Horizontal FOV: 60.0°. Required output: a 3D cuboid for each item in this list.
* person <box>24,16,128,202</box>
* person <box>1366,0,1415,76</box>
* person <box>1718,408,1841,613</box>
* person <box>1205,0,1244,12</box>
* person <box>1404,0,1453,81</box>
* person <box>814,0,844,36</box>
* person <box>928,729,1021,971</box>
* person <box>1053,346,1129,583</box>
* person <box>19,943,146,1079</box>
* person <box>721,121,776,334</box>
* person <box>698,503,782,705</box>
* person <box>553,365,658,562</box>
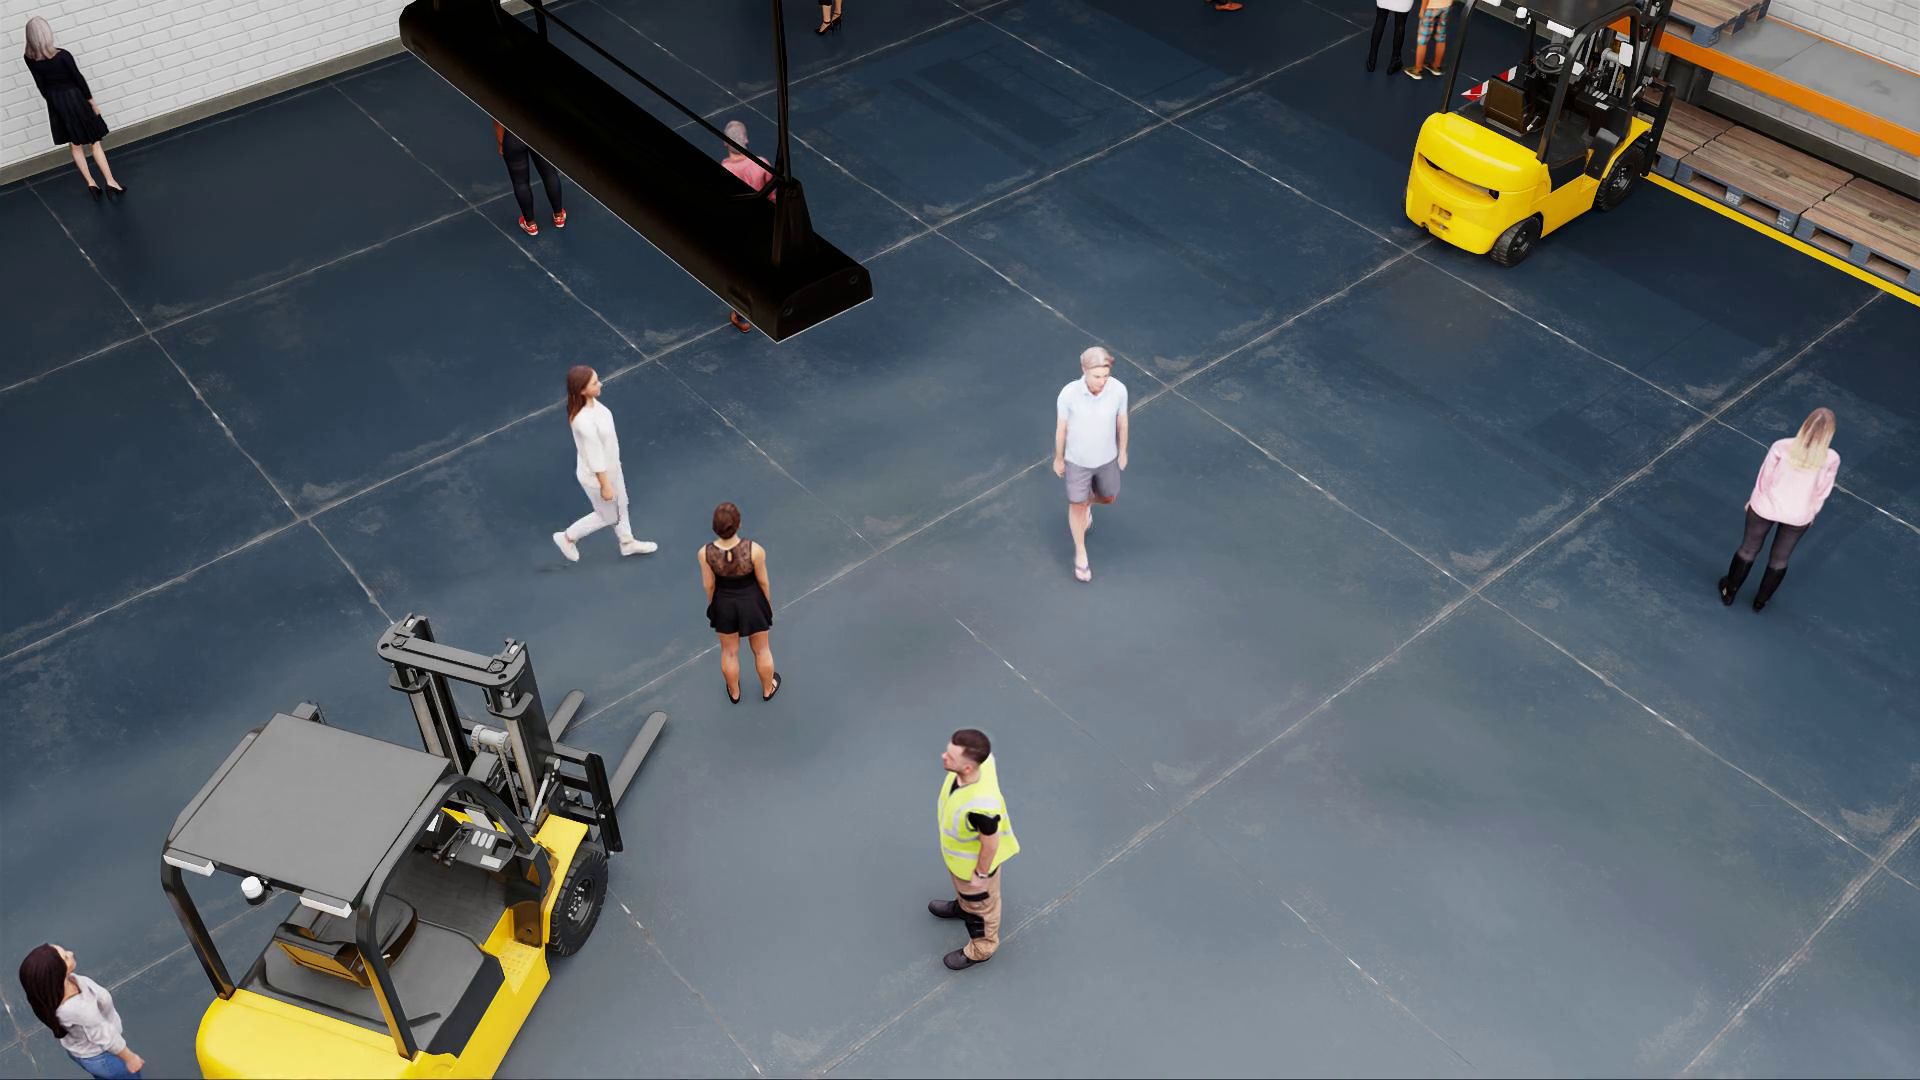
[{"bbox_3d":[-7.914,-3.840,14.820,0.706,1.746,0.745,-2,44,-2],"label":"person"},{"bbox_3d":[4.339,-5.522,16.541,0.605,1.807,0.740,16,46,16],"label":"person"},{"bbox_3d":[5.453,-0.196,11.037,0.622,1.688,0.739,17,46,17],"label":"person"},{"bbox_3d":[2.843,-6.526,17.607,0.770,1.789,0.605,-15,46,-15],"label":"person"},{"bbox_3d":[4.760,-5.311,16.573,0.573,1.457,0.563,-16,46,-16],"label":"person"},{"bbox_3d":[-1.411,-6.107,17.118,0.629,1.858,0.686,23,48,23],"label":"person"},{"bbox_3d":[0.057,1.641,8.994,0.905,1.845,0.828,-6,44,-6],"label":"person"},{"bbox_3d":[0.887,-0.628,11.396,0.957,1.818,1.091,-6,44,-7],"label":"person"},{"bbox_3d":[-4.270,2.516,8.229,0.568,1.633,0.724,21,48,21],"label":"person"},{"bbox_3d":[-1.728,-2.510,13.363,0.747,1.829,0.652,-17,46,-17],"label":"person"},{"bbox_3d":[-1.387,0.404,10.417,0.680,1.674,0.725,-2,44,-2],"label":"person"},{"bbox_3d":[-2.526,-0.475,11.338,0.958,1.676,0.970,-6,44,-6],"label":"person"}]
